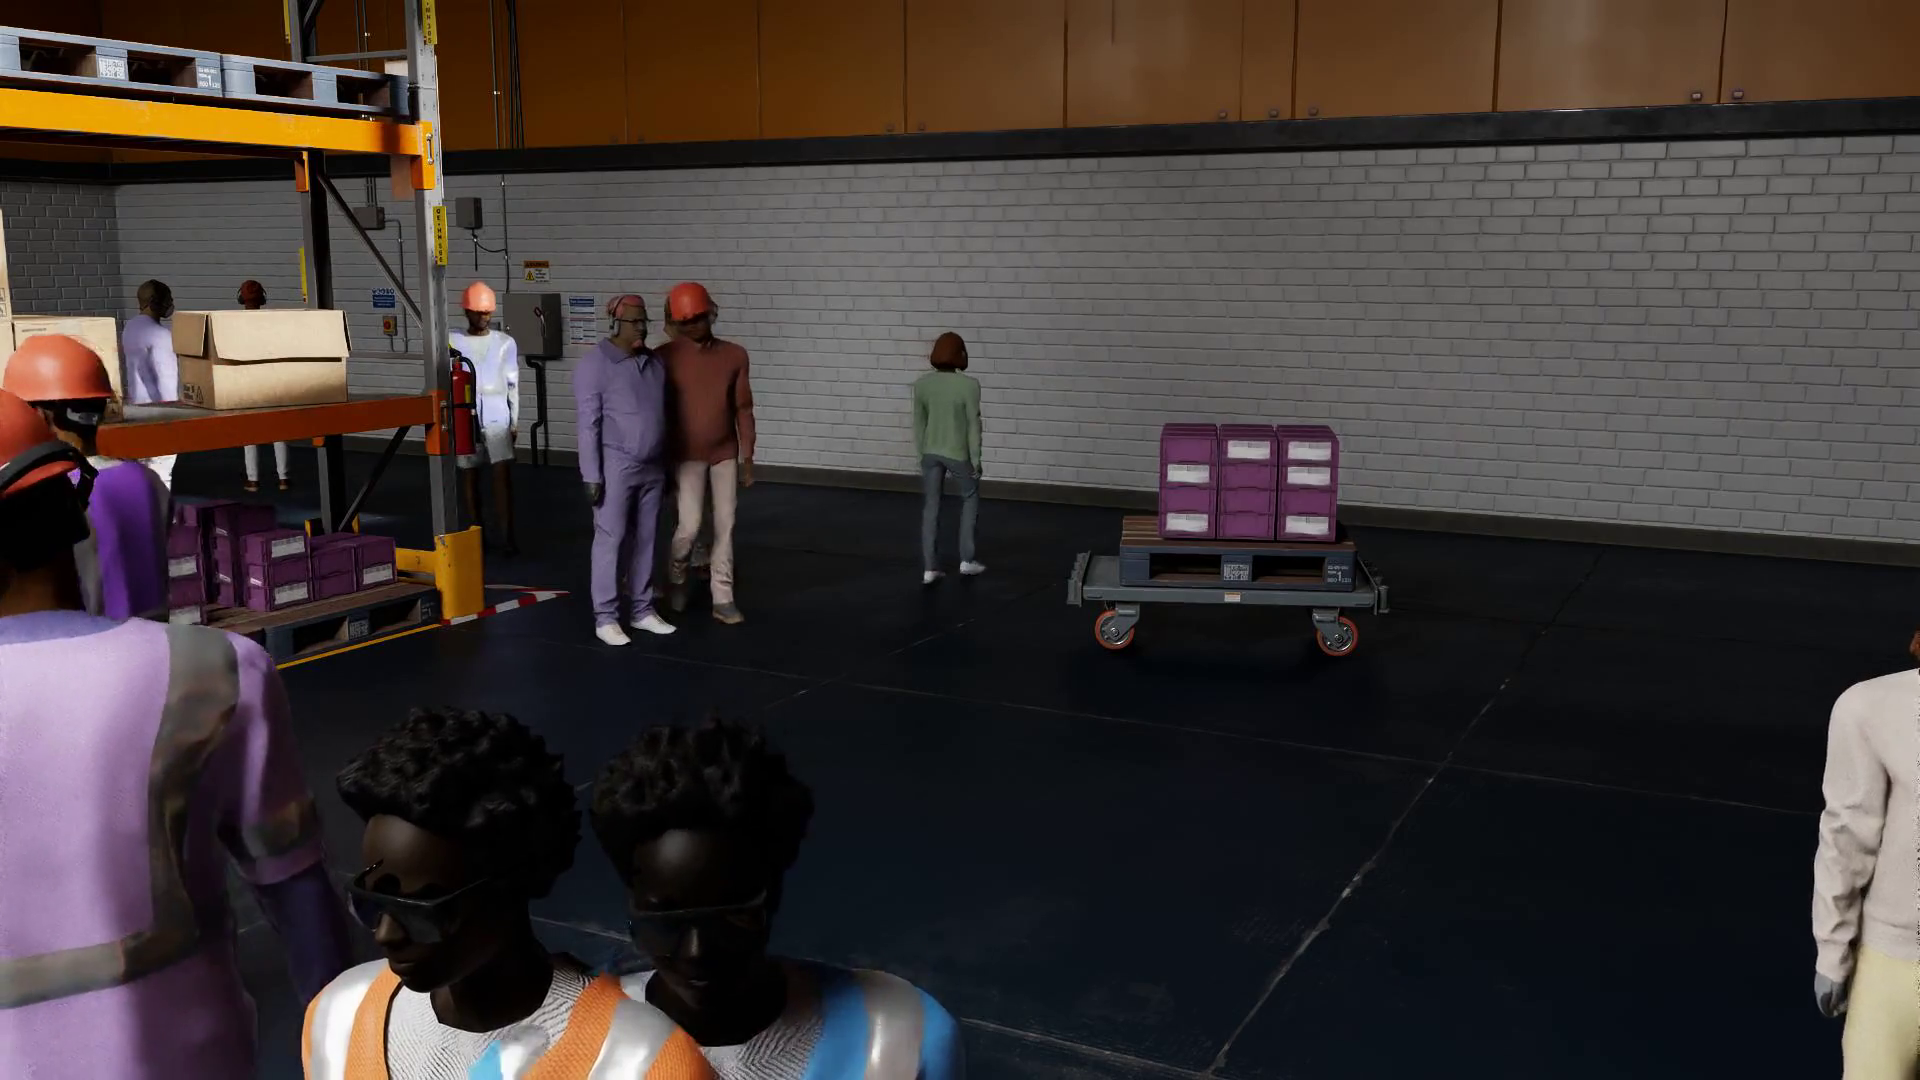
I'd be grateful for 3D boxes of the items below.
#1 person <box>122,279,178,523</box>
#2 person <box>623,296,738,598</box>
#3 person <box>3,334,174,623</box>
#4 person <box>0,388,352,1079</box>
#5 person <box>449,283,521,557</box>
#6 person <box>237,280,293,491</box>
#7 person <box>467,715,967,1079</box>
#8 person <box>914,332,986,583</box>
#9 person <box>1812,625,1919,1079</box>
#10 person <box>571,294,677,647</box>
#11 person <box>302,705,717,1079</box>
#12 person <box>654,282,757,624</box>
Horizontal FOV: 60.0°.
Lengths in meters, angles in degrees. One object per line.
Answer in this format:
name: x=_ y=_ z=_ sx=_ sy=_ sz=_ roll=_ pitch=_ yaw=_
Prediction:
person: x=-5.944 y=-0.951 z=12.305 sx=0.629 sy=1.933 sz=0.360 roll=9 pitch=13 yaw=42
person: x=-1.801 y=-0.610 z=10.437 sx=0.486 sy=1.906 sz=0.761 roll=2 pitch=10 yaw=13
person: x=-2.274 y=0.426 z=4.370 sx=0.394 sy=1.923 sz=0.556 roll=2 pitch=10 yaw=14
person: x=-1.191 y=0.757 z=2.325 sx=0.670 sy=1.965 sz=1.099 roll=-4 pitch=11 yaw=-22
person: x=-3.313 y=-0.810 z=11.543 sx=0.560 sy=1.905 sz=0.856 roll=-4 pitch=10 yaw=-20
person: x=-6.268 y=-1.374 z=14.885 sx=0.572 sy=1.883 sz=0.354 roll=-5 pitch=11 yaw=-27
person: x=-0.240 y=0.995 z=1.758 sx=0.535 sy=1.682 sz=0.420 roll=0 pitch=10 yaw=-3
person: x=-0.040 y=-0.542 z=10.848 sx=0.542 sy=1.609 sz=0.642 roll=5 pitch=11 yaw=27
person: x=1.853 y=0.802 z=3.089 sx=0.503 sy=1.610 sz=0.280 roll=3 pitch=10 yaw=19
person: x=-1.799 y=-0.386 z=9.105 sx=0.403 sy=1.904 sz=0.651 roll=6 pitch=12 yaw=33
person: x=-0.470 y=0.990 z=1.776 sx=0.534 sy=1.688 sz=0.320 roll=4 pitch=11 yaw=23
person: x=-1.478 y=-0.489 z=9.528 sx=0.609 sy=1.961 sz=0.474 roll=-6 pitch=11 yaw=-31
